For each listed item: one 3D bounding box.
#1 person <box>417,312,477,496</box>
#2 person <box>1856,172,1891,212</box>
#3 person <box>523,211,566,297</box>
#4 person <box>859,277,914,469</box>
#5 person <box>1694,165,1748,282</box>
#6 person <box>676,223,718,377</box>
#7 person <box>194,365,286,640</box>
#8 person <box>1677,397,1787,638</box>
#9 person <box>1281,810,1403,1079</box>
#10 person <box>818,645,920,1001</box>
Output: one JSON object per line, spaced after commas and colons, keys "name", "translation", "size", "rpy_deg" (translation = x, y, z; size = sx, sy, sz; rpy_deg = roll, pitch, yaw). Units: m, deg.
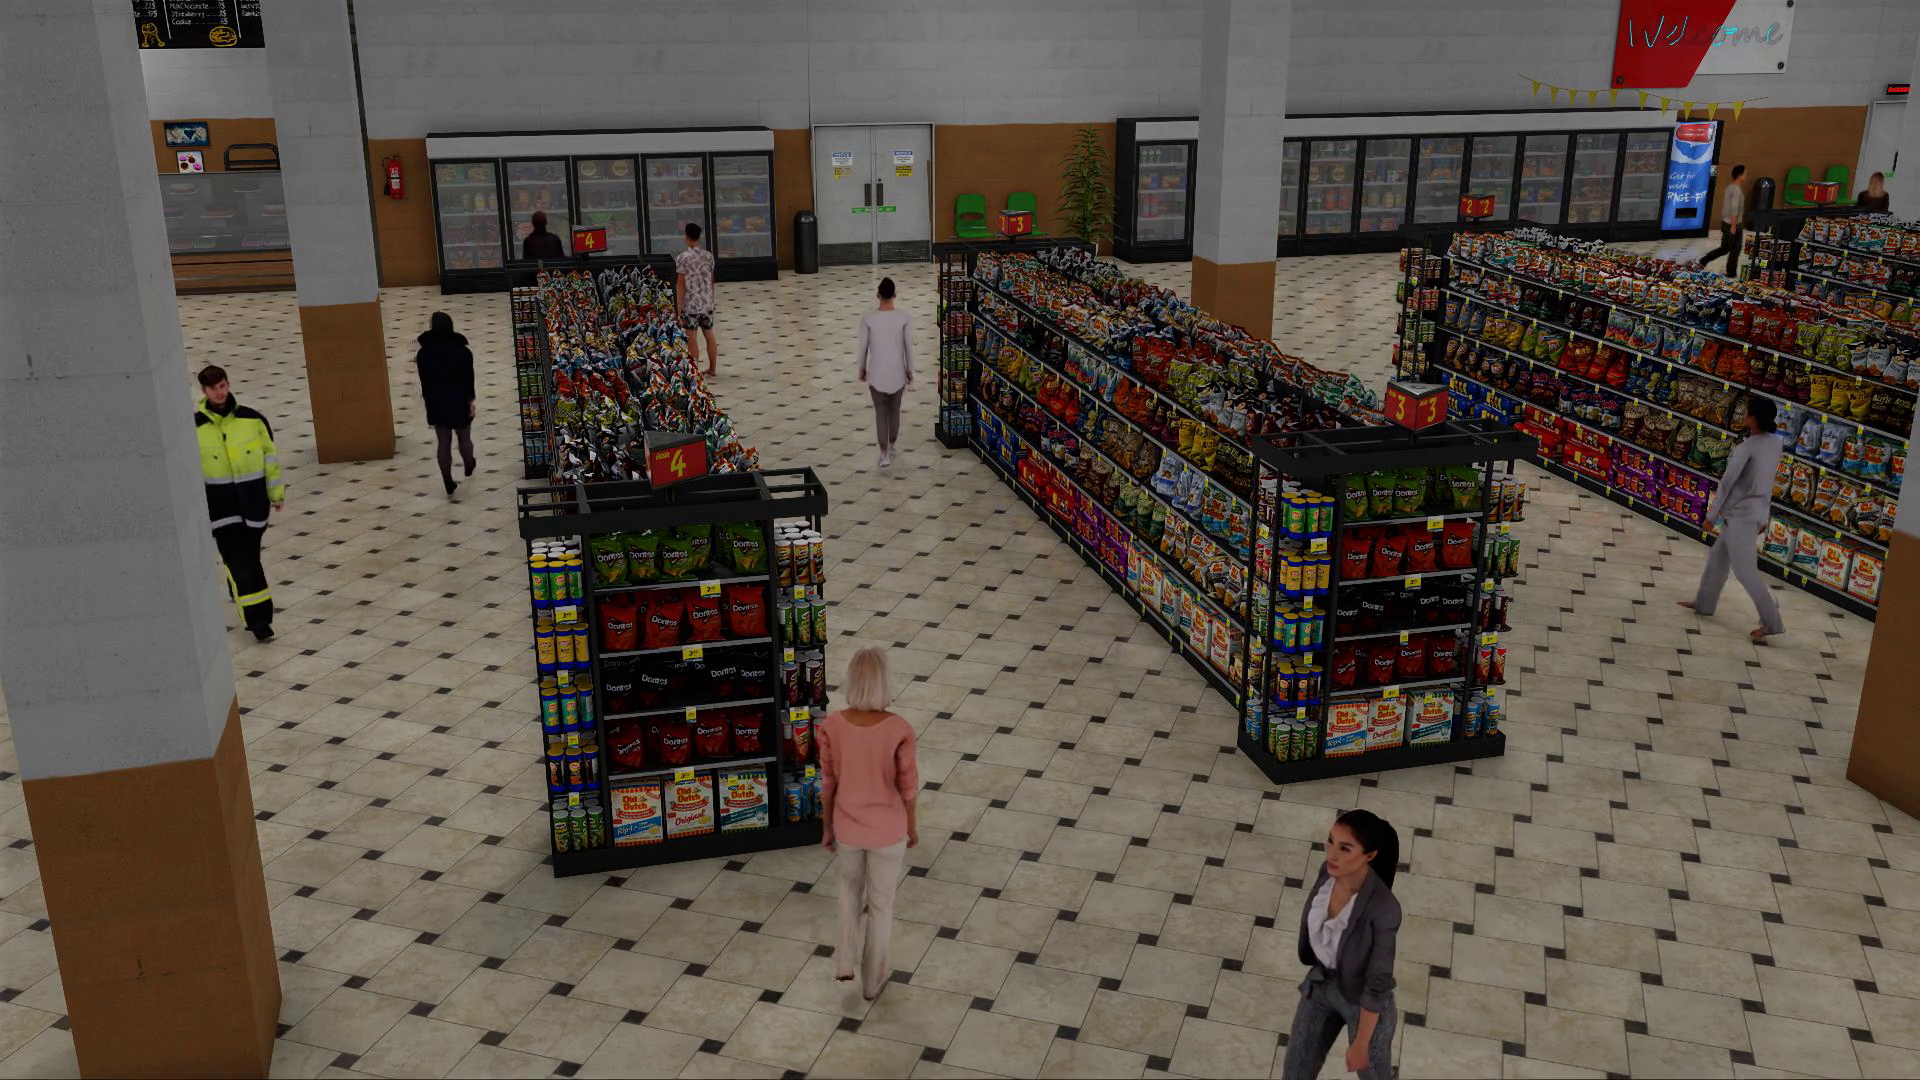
{"name": "person", "translation": [-4.667, -1.206, 15.108], "size": [0.809, 1.623, 1.104], "rpy_deg": [-1, 19, -3]}
{"name": "person", "translation": [14.010, -4.802, 25.690], "size": [0.996, 1.676, 1.026], "rpy_deg": [13, 22, 33]}
{"name": "person", "translation": [-5.090, -3.122, 20.505], "size": [0.873, 1.806, 1.081], "rpy_deg": [-11, 22, -30]}
{"name": "person", "translation": [-0.698, -1.557, 15.874], "size": [0.760, 1.800, 1.194], "rpy_deg": [-3, 19, -8]}
{"name": "person", "translation": [11.834, -4.873, 25.720], "size": [0.972, 1.791, 1.053], "rpy_deg": [3, 19, 9]}
{"name": "person", "translation": [-3.090, -2.811, 19.566], "size": [0.747, 1.816, 0.720], "rpy_deg": [-15, 24, -37]}
{"name": "person", "translation": [-5.221, -0.304, 11.954], "size": [1.166, 1.929, 1.405], "rpy_deg": [-16, 24, -39]}
{"name": "person", "translation": [5.639, -0.134, 11.798], "size": [0.898, 1.706, 1.205], "rpy_deg": [-12, 22, -32]}
{"name": "person", "translation": [1.542, 1.762, 6.285], "size": [0.822, 1.637, 1.039], "rpy_deg": [-9, 20, -24]}
{"name": "person", "translation": [-0.429, 1.320, 7.470], "size": [0.727, 1.717, 0.778], "rpy_deg": [4, 19, 12]}
